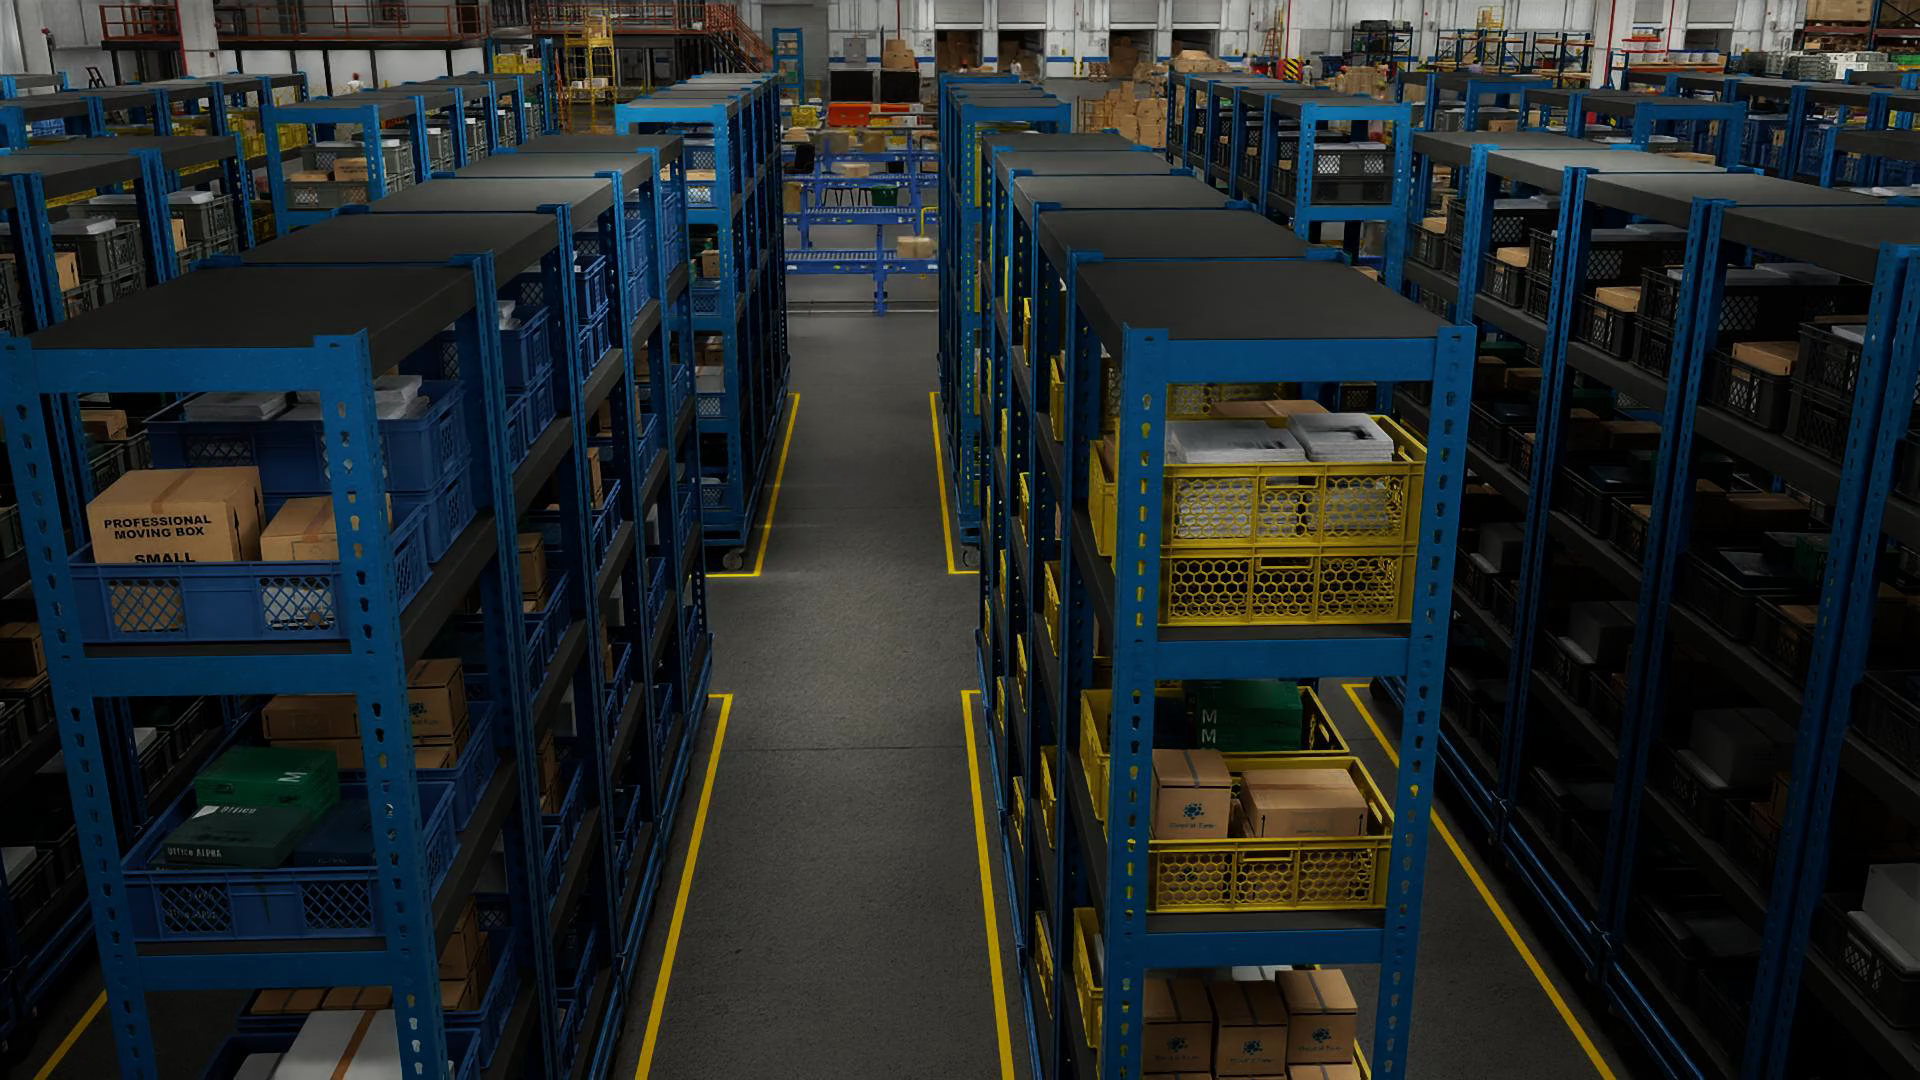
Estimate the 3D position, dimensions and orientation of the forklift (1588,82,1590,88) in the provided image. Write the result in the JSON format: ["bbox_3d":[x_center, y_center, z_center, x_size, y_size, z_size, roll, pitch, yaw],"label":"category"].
[{"bbox_3d":[30.365,-22.372,78.493,1.129,2.768,1.873,8,20,24],"label":"forklift"}]

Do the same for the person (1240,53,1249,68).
[{"bbox_3d":[14.691,-24.420,86.560,0.894,1.807,0.628,10,20,27],"label":"person"}]

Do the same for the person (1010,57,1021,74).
[{"bbox_3d":[2.621,-21.651,77.829,0.636,1.917,0.826,15,23,38],"label":"person"}]

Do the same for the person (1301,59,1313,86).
[{"bbox_3d":[15.663,-20.776,75.199,0.503,1.861,0.328,6,19,17],"label":"person"}]

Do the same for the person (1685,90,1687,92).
[{"bbox_3d":[25.265,-15.336,58.185,0.607,1.965,0.366,1,18,2],"label":"person"}]

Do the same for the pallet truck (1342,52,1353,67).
[{"bbox_3d":[18.794,-23.123,82.231,0.823,1.965,1.885,-13,22,-35],"label":"pallet truck"}]

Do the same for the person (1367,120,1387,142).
[{"bbox_3d":[11.486,-11.242,45.910,0.535,1.720,0.893,1,18,4],"label":"person"}]

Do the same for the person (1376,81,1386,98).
[{"bbox_3d":[14.365,-14.889,57.205,0.929,1.718,0.541,6,19,18],"label":"person"}]

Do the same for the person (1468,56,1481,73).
[{"bbox_3d":[23.930,-21.553,77.518,0.613,1.904,0.427,-1,18,-2],"label":"person"}]

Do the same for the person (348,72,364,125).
[{"bbox_3d":[-21.911,-16.041,60.496,0.584,1.882,0.337,-1,18,-3],"label":"person"}]

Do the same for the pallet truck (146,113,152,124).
[{"bbox_3d":[-18.087,-8.309,36.390,1.885,1.965,0.823,-1,18,-4],"label":"pallet truck"}]

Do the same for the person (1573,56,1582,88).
[{"bbox_3d":[28.967,-21.712,77.972,0.434,1.928,0.652,16,24,41],"label":"person"}]

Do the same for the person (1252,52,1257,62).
[{"bbox_3d":[15.963,-25.629,90.390,0.290,1.745,0.487,6,19,19],"label":"person"}]

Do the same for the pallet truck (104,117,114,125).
[{"bbox_3d":[-18.367,-7.885,35.078,1.885,1.965,0.823,1,18,2],"label":"pallet truck"}]

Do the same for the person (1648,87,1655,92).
[{"bbox_3d":[21.579,-13.290,52.162,0.600,1.785,0.951,-2,18,-5],"label":"person"}]

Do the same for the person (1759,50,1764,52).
[{"bbox_3d":[41.775,-24.611,86.930,0.551,1.937,0.357,-9,20,-27],"label":"person"}]

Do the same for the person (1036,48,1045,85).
[{"bbox_3d":[4.390,-25.757,90.486,0.436,1.927,0.634,8,19,23],"label":"person"}]

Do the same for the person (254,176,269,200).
[{"bbox_3d":[-10.240,-4.472,24.735,0.657,1.864,0.978,-16,24,-40],"label":"person"}]

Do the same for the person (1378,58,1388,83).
[{"bbox_3d":[20.770,-22.808,81.755,0.534,1.690,0.322,0,18,-2],"label":"person"}]

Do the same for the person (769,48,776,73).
[{"bbox_3d":[-10.360,-26.446,92.698,0.968,1.873,0.615,-3,18,-9],"label":"person"}]

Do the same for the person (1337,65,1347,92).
[{"bbox_3d":[15.060,-17.716,65.595,0.379,1.937,0.548,6,19,17],"label":"person"}]

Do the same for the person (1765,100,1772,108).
[{"bbox_3d":[22.927,-11.695,47.422,0.545,1.648,0.863,-10,20,-28],"label":"person"}]

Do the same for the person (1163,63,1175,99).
[{"bbox_3d":[8.298,-17.715,65.427,0.679,2.000,0.537,-3,18,-8],"label":"person"}]

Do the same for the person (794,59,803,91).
[{"bbox_3d":[-8.196,-23.797,84.578,0.430,1.838,0.619,1,18,3],"label":"person"}]

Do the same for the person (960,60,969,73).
[{"bbox_3d":[0.207,-19.736,71.864,0.409,1.925,0.574,-10,20,-27],"label":"person"}]

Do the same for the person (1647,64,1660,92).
[{"bbox_3d":[29.652,-19.474,71.092,0.625,1.902,0.458,-1,18,-2],"label":"person"}]

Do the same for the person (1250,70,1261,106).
[{"bbox_3d":[10.580,-15.775,59.497,0.397,1.992,0.623,-12,21,-32],"label":"person"}]
